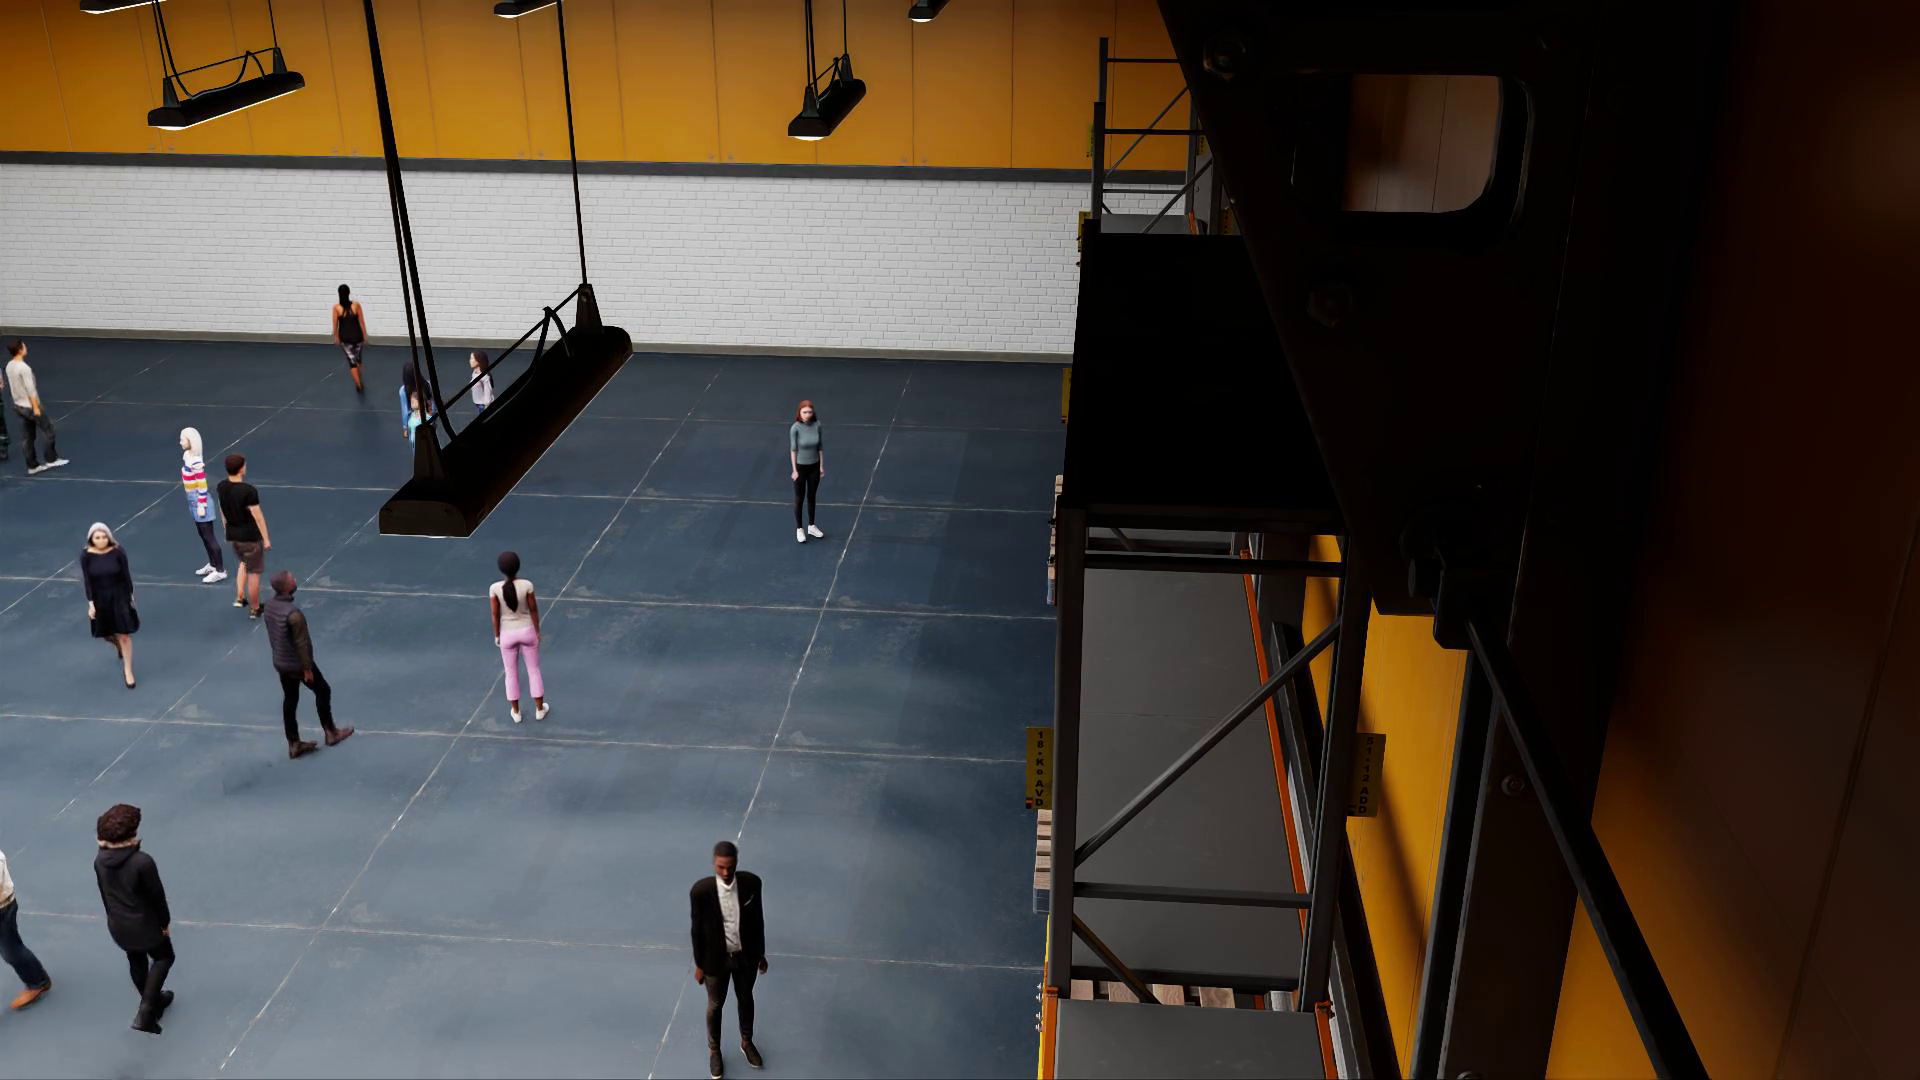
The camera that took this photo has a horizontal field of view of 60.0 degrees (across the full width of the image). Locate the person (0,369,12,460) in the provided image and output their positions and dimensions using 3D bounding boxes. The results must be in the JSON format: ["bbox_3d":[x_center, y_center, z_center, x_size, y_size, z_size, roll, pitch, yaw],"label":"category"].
[{"bbox_3d":[-13.147,-2.049,22.356,1.062,1.870,1.263,-11,26,-24],"label":"person"}]

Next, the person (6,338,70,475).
[{"bbox_3d":[-12.233,-1.718,21.687,0.840,1.800,0.889,14,27,29],"label":"person"}]

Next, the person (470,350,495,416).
[{"bbox_3d":[-6.240,-1.729,21.922,0.738,1.633,0.633,-12,26,-26],"label":"person"}]

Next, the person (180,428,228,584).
[{"bbox_3d":[-8.529,-0.413,18.690,0.775,1.809,0.699,-17,29,-33],"label":"person"}]

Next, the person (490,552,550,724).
[{"bbox_3d":[-4.184,0.910,15.745,0.636,1.744,0.609,-5,24,-12],"label":"person"}]

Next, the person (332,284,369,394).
[{"bbox_3d":[-9.078,-2.984,24.809,0.952,1.620,1.134,-12,26,-25],"label":"person"}]

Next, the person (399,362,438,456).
[{"bbox_3d":[-6.863,-1.449,21.181,0.668,1.713,0.729,-18,30,-36],"label":"person"}]

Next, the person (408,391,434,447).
[{"bbox_3d":[-6.590,-1.137,20.675,0.922,1.546,0.866,-18,30,-36],"label":"person"}]

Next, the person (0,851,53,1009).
[{"bbox_3d":[-6.786,2.631,11.752,0.711,1.790,1.111,5,24,12],"label":"person"}]

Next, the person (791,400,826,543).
[{"bbox_3d":[-1.816,-0.841,19.752,0.662,1.743,0.698,-13,27,-27],"label":"person"}]

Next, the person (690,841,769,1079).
[{"bbox_3d":[-1.573,2.820,11.305,0.740,1.802,0.725,-9,25,-20],"label":"person"}]

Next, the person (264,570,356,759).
[{"bbox_3d":[-6.112,1.155,15.092,0.943,1.820,1.016,17,29,33],"label":"person"}]

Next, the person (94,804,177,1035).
[{"bbox_3d":[-5.794,2.701,11.622,0.616,1.765,0.847,2,24,4],"label":"person"}]

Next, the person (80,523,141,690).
[{"bbox_3d":[-8.380,0.616,16.432,0.837,1.733,0.958,-11,26,-23],"label":"person"}]

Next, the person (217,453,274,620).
[{"bbox_3d":[-7.706,-0.014,17.729,0.776,1.850,0.768,8,25,18],"label":"person"}]
